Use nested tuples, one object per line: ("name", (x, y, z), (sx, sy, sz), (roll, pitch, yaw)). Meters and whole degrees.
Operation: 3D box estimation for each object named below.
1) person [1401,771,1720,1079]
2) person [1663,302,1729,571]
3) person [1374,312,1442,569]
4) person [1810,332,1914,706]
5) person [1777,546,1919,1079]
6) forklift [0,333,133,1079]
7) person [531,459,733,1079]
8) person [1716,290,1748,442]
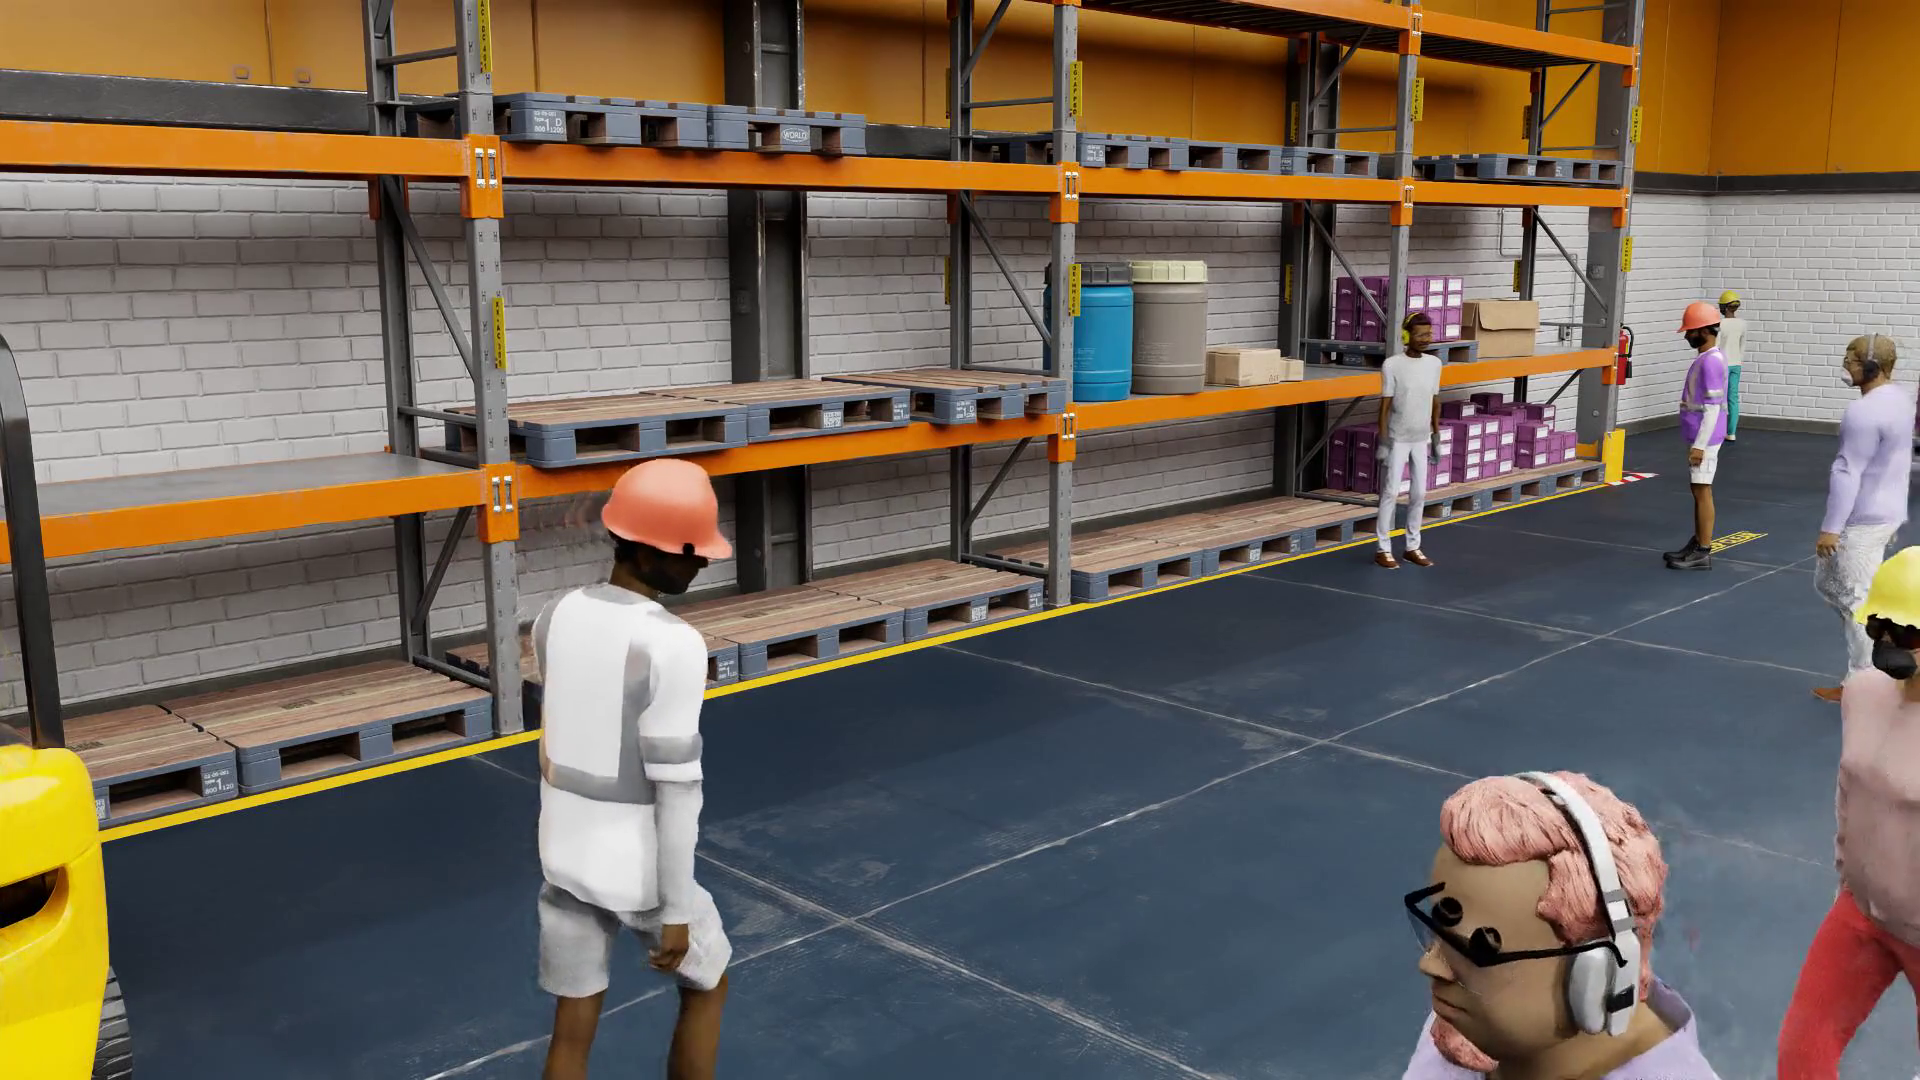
("person", (0.497, 1.152, 1.798), (0.827, 1.875, 0.686), (0, 10, 0))
("person", (5.314, -0.740, 11.989), (0.377, 1.928, 0.542), (4, 11, 21))
("person", (3.260, -0.717, 12.060), (0.525, 1.860, 0.320), (-4, 11, -19))
("person", (4.583, -0.092, 8.485), (0.439, 1.924, 0.637), (8, 13, 38))
("person", (2.047, 0.873, 3.708), (0.777, 1.733, 0.546), (-2, 11, -12))
("forklift", (-3.289, 0.485, 4.582), (1.214, 2.155, 2.313), (-10, 14, -44))
("person", (-0.754, 0.743, 3.964), (0.585, 1.899, 0.665), (6, 12, 30))
("person", (8.895, -2.011, 19.362), (0.526, 1.768, 0.315), (-4, 11, -23))
